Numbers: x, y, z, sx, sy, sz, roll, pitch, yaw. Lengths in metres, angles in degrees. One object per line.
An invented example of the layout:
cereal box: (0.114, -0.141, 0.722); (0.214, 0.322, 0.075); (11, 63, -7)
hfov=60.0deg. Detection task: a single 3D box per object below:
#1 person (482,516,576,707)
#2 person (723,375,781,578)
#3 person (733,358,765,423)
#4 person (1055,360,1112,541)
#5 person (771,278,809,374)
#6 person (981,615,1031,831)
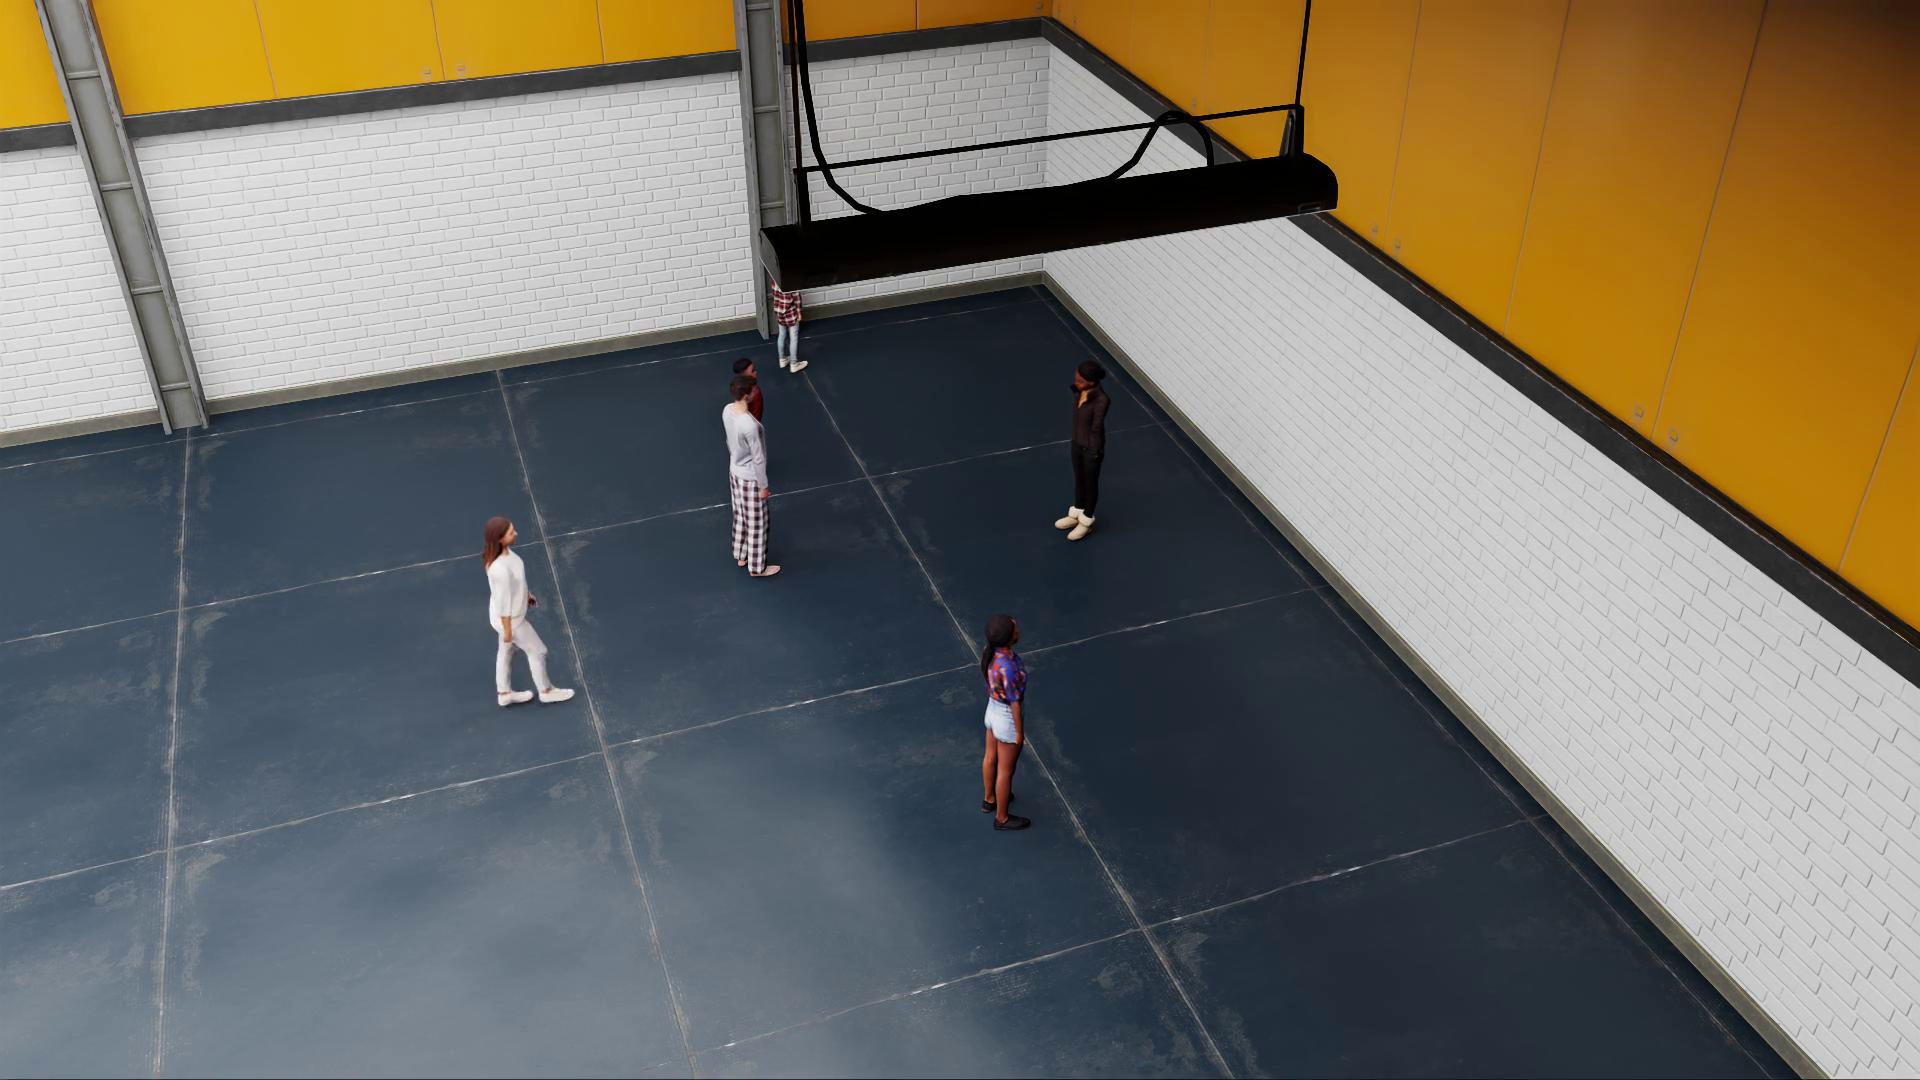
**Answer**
person: (-3.407, 0.562, 12.320); (0.774, 1.669, 0.604); (-12, 36, -18)
person: (-1.761, -0.541, 13.818); (0.627, 1.847, 0.687); (-22, 39, -29)
person: (-1.950, -1.094, 15.186); (0.575, 1.253, 0.558); (0, 34, 1)
person: (1.119, -0.818, 14.403); (0.684, 1.661, 0.621); (-17, 37, -23)
person: (-1.771, -2.357, 17.039); (0.611, 1.305, 0.644); (24, 40, 31)
person: (0.294, 1.215, 11.270); (0.520, 1.743, 0.597); (-13, 36, -19)
